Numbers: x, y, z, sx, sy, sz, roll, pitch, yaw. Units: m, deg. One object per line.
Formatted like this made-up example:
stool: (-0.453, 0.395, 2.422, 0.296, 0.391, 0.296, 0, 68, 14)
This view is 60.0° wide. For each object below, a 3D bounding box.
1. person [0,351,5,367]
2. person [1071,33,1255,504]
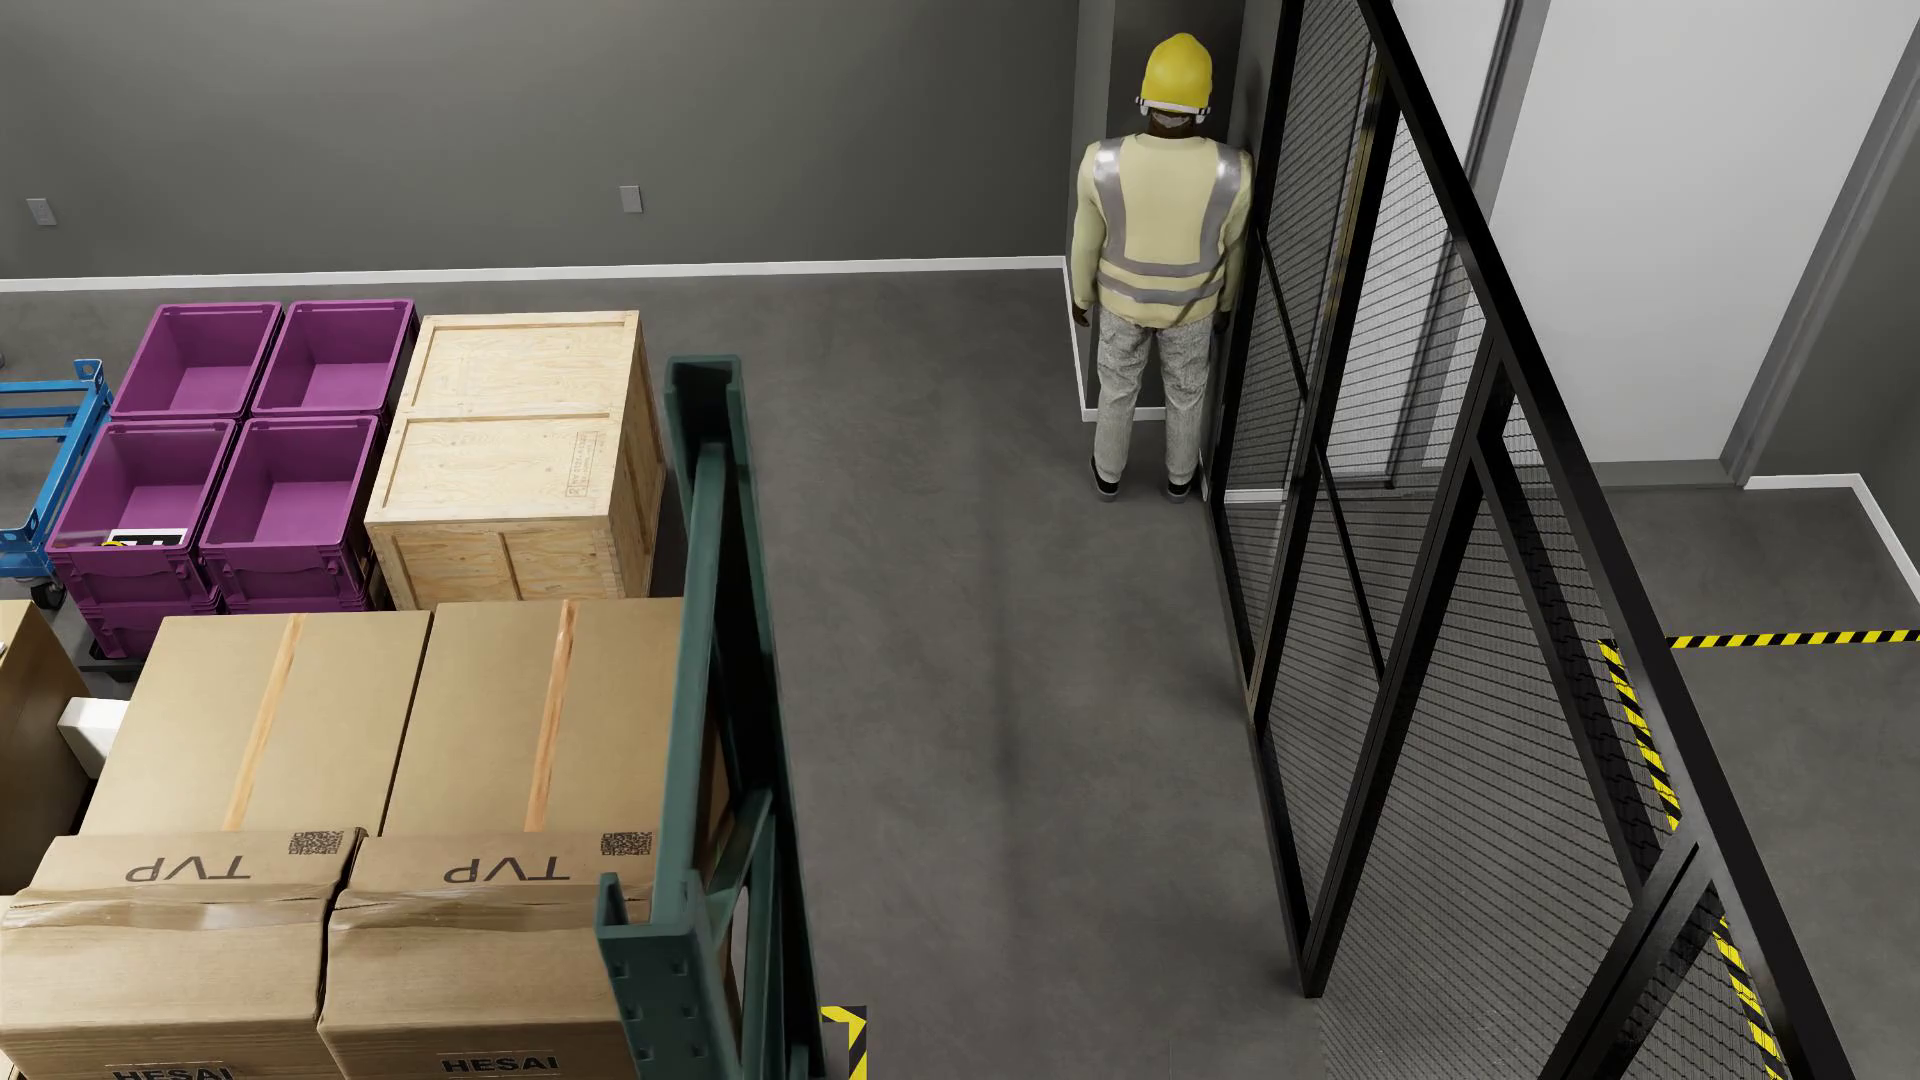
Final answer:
person: (-4.036, -1.274, 5.972, 0.370, 1.941, 0.627, -3, 46, -3)
person: (0.670, -0.860, 5.648, 0.588, 1.835, 0.404, 5, 47, 5)
